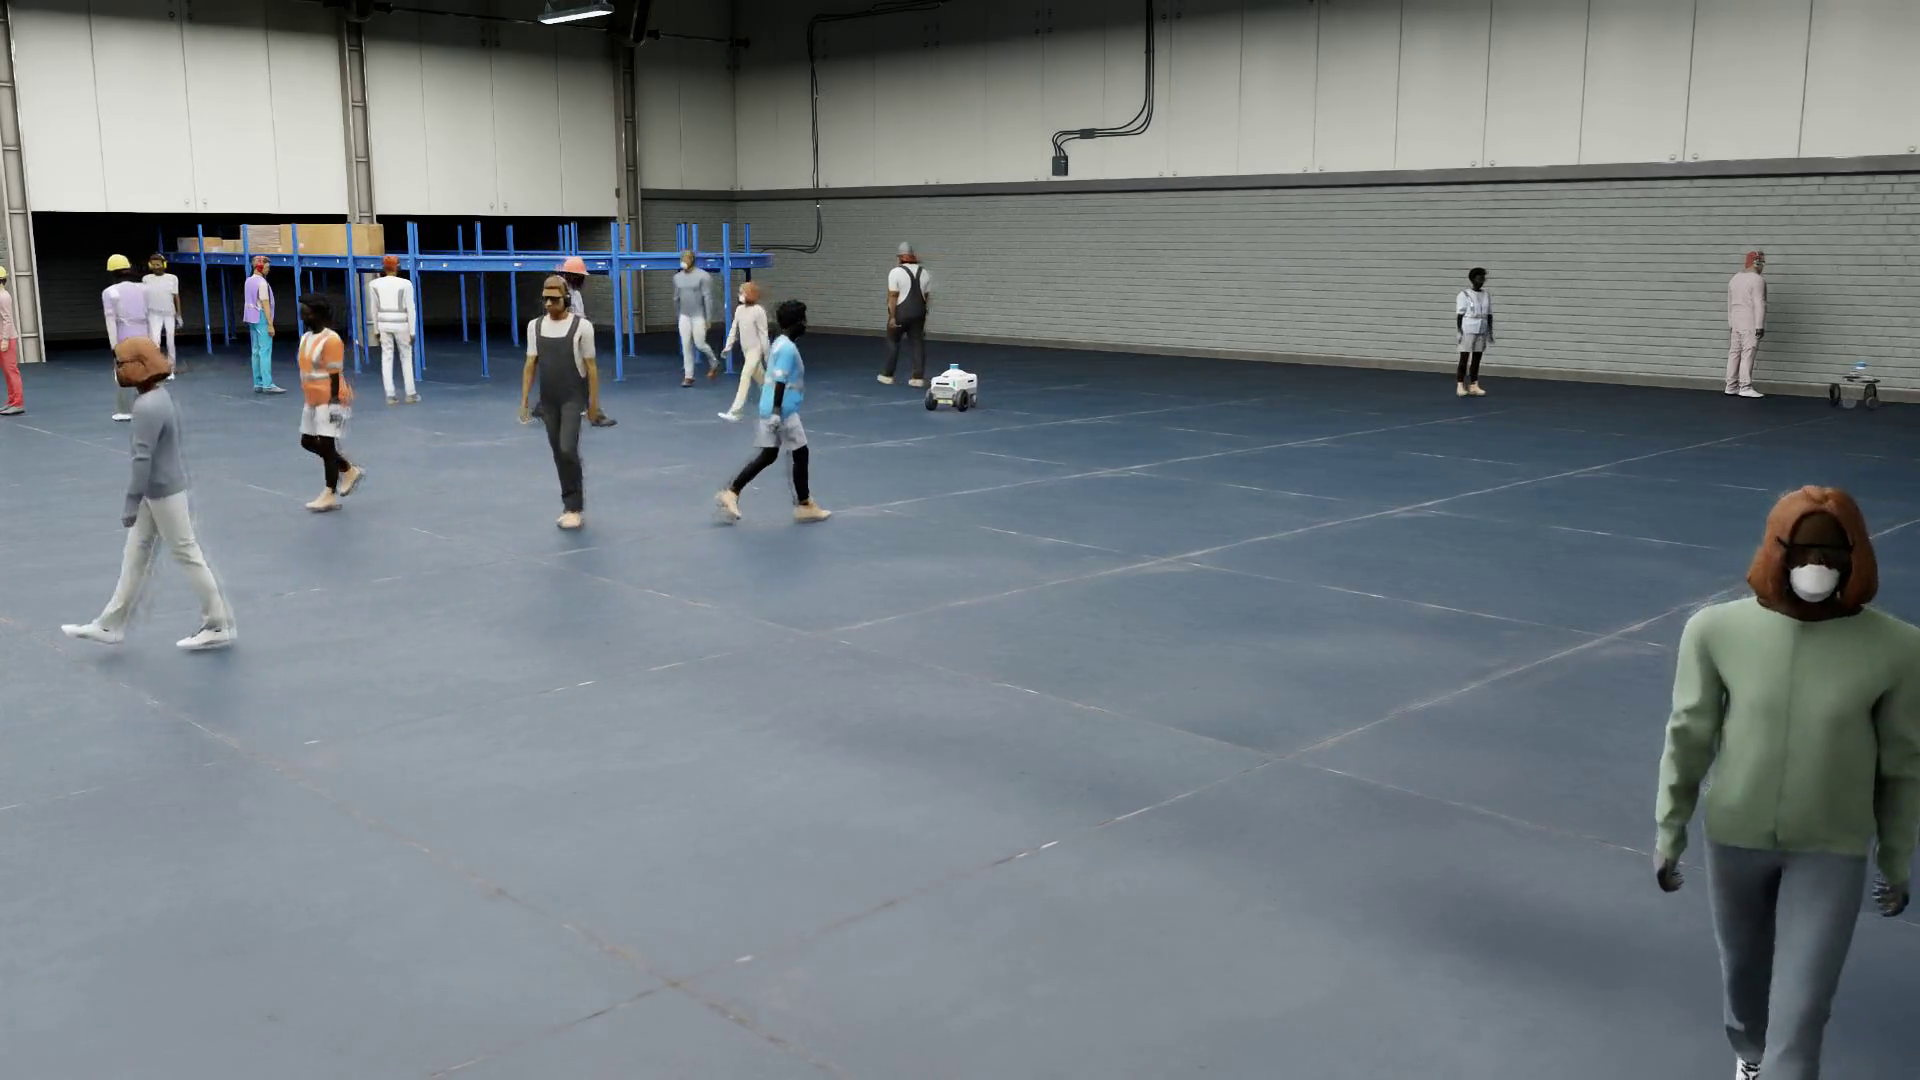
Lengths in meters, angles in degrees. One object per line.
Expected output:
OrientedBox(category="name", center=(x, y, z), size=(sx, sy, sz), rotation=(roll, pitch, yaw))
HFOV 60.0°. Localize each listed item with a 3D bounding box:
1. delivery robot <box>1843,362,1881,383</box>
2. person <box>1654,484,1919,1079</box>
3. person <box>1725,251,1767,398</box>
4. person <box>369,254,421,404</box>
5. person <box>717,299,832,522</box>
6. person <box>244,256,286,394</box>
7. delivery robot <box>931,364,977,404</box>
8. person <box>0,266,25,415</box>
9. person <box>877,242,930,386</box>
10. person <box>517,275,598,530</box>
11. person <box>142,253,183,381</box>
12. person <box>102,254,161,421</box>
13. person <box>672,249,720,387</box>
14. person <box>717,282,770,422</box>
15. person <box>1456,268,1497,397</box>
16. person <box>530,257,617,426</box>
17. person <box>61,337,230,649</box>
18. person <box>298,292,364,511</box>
OrientedBox(category="delivery robot", center=(11.172, -2.088, 20.618), size=(0.335, 0.223, 0.698), rotation=(2, 11, 10))
OrientedBox(category="person", center=(1.818, 0.654, 3.666), size=(0.509, 1.593, 0.858), rotation=(6, 12, 31))
OrientedBox(category="person", center=(10.354, -2.828, 21.824), size=(0.403, 1.904, 0.651), rotation=(-2, 11, -9))
OrientedBox(category="person", center=(-7.153, -2.672, 21.073), size=(0.578, 1.883, 0.429), rotation=(0, 10, 1))
OrientedBox(category="person", center=(-1.399, -0.953, 12.287), size=(0.810, 1.658, 0.550), rotation=(-3, 11, -16))
OrientedBox(category="person", center=(-9.392, -2.890, 22.342), size=(0.390, 1.838, 0.562), rotation=(-10, 14, -44))
OrientedBox(category="delivery robot", center=(-0.069, -1.912, 20.361), size=(0.477, 0.478, 0.707), rotation=(5, 11, 23))
OrientedBox(category="person", center=(-11.371, -2.379, 19.754), size=(0.310, 1.769, 0.525), rotation=(-8, 13, -38))
OrientedBox(category="person", center=(-0.818, -3.184, 23.506), size=(0.696, 2.000, 0.861), rotation=(-8, 13, -36))
OrientedBox(category="person", center=(-2.894, -0.978, 11.955), size=(0.503, 1.819, 0.592), rotation=(4, 11, 19))
OrientedBox(category="person", center=(-11.615, -3.247, 24.274), size=(0.516, 1.842, 0.607), rotation=(-4, 11, -21))
OrientedBox(category="person", center=(-9.411, -2.296, 18.929), size=(0.769, 1.903, 0.595), rotation=(7, 12, 33))
OrientedBox(category="person", center=(-3.711, -3.140, 23.463), size=(0.652, 1.927, 0.626), rotation=(4, 11, 23))
OrientedBox(category="person", center=(-2.397, -2.141, 18.949), size=(0.894, 1.579, 0.505), rotation=(-8, 13, -36))
OrientedBox(category="person", center=(6.800, -2.753, 22.040), size=(0.566, 1.686, 0.391), rotation=(-4, 11, -19))
OrientedBox(category="person", center=(-4.401, -2.216, 18.621), size=(1.015, 1.893, 0.559), rotation=(1, 10, 5))
OrientedBox(category="person", center=(-4.152, -0.214, 8.386), size=(0.818, 1.589, 0.526), rotation=(-4, 11, -23))
OrientedBox(category="person", center=(-4.895, -1.078, 12.887), size=(0.535, 1.684, 0.451), rotation=(9, 14, 41))
